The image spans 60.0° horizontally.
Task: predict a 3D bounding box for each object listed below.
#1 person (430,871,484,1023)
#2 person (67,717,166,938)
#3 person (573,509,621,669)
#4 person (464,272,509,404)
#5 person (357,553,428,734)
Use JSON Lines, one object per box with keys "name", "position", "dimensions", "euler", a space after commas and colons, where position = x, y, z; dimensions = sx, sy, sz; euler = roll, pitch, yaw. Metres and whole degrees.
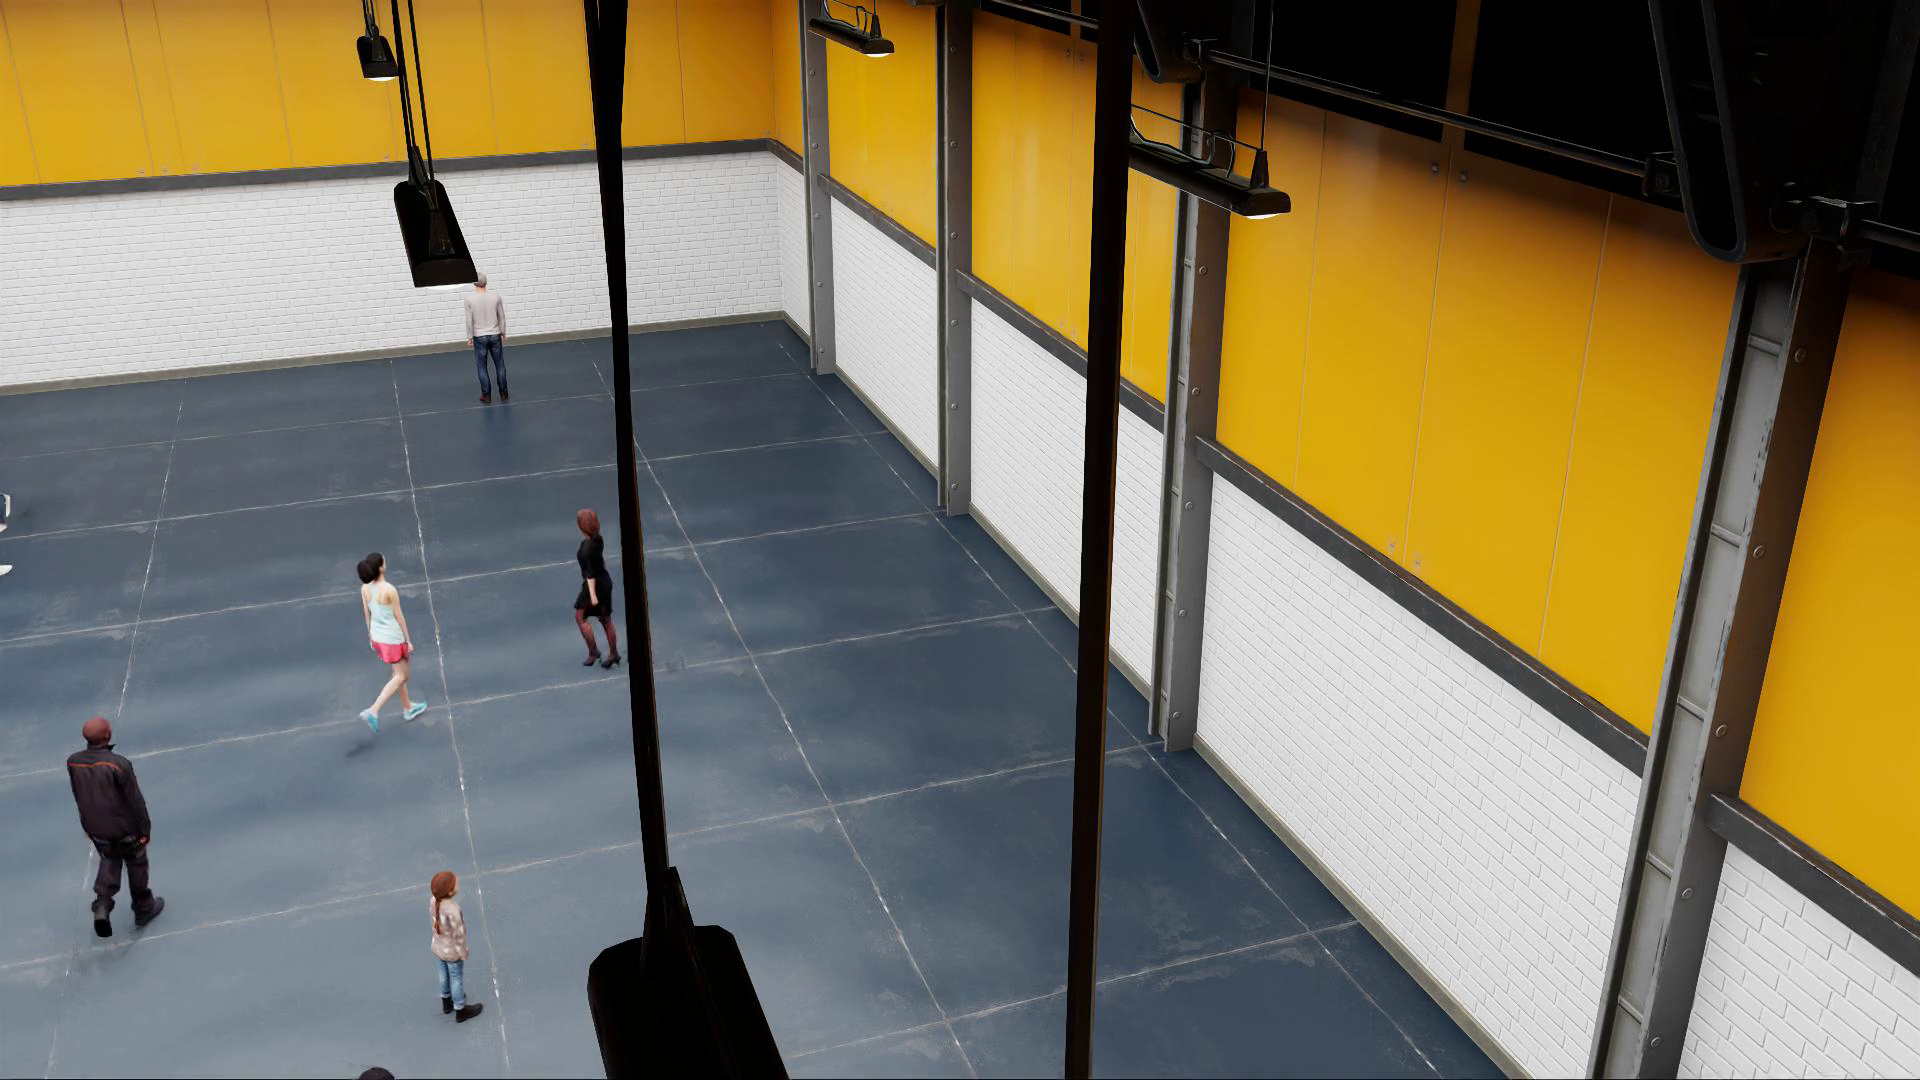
{"name": "person", "position": [-3.624, 2.866, 11.785], "dimensions": [0.512, 1.193, 0.603], "euler": [19, 30, 37]}
{"name": "person", "position": [-6.441, 2.193, 12.557], "dimensions": [0.900, 1.808, 1.026], "euler": [1, 24, 2]}
{"name": "person", "position": [-3.530, 0.506, 16.566], "dimensions": [0.786, 1.688, 0.720], "euler": [3, 24, 7]}
{"name": "person", "position": [-6.886, -2.957, 24.212], "dimensions": [0.764, 1.910, 0.657], "euler": [-12, 26, -25]}
{"name": "person", "position": [-5.345, 0.978, 15.411], "dimensions": [1.025, 1.748, 1.049], "euler": [13, 27, 27]}
